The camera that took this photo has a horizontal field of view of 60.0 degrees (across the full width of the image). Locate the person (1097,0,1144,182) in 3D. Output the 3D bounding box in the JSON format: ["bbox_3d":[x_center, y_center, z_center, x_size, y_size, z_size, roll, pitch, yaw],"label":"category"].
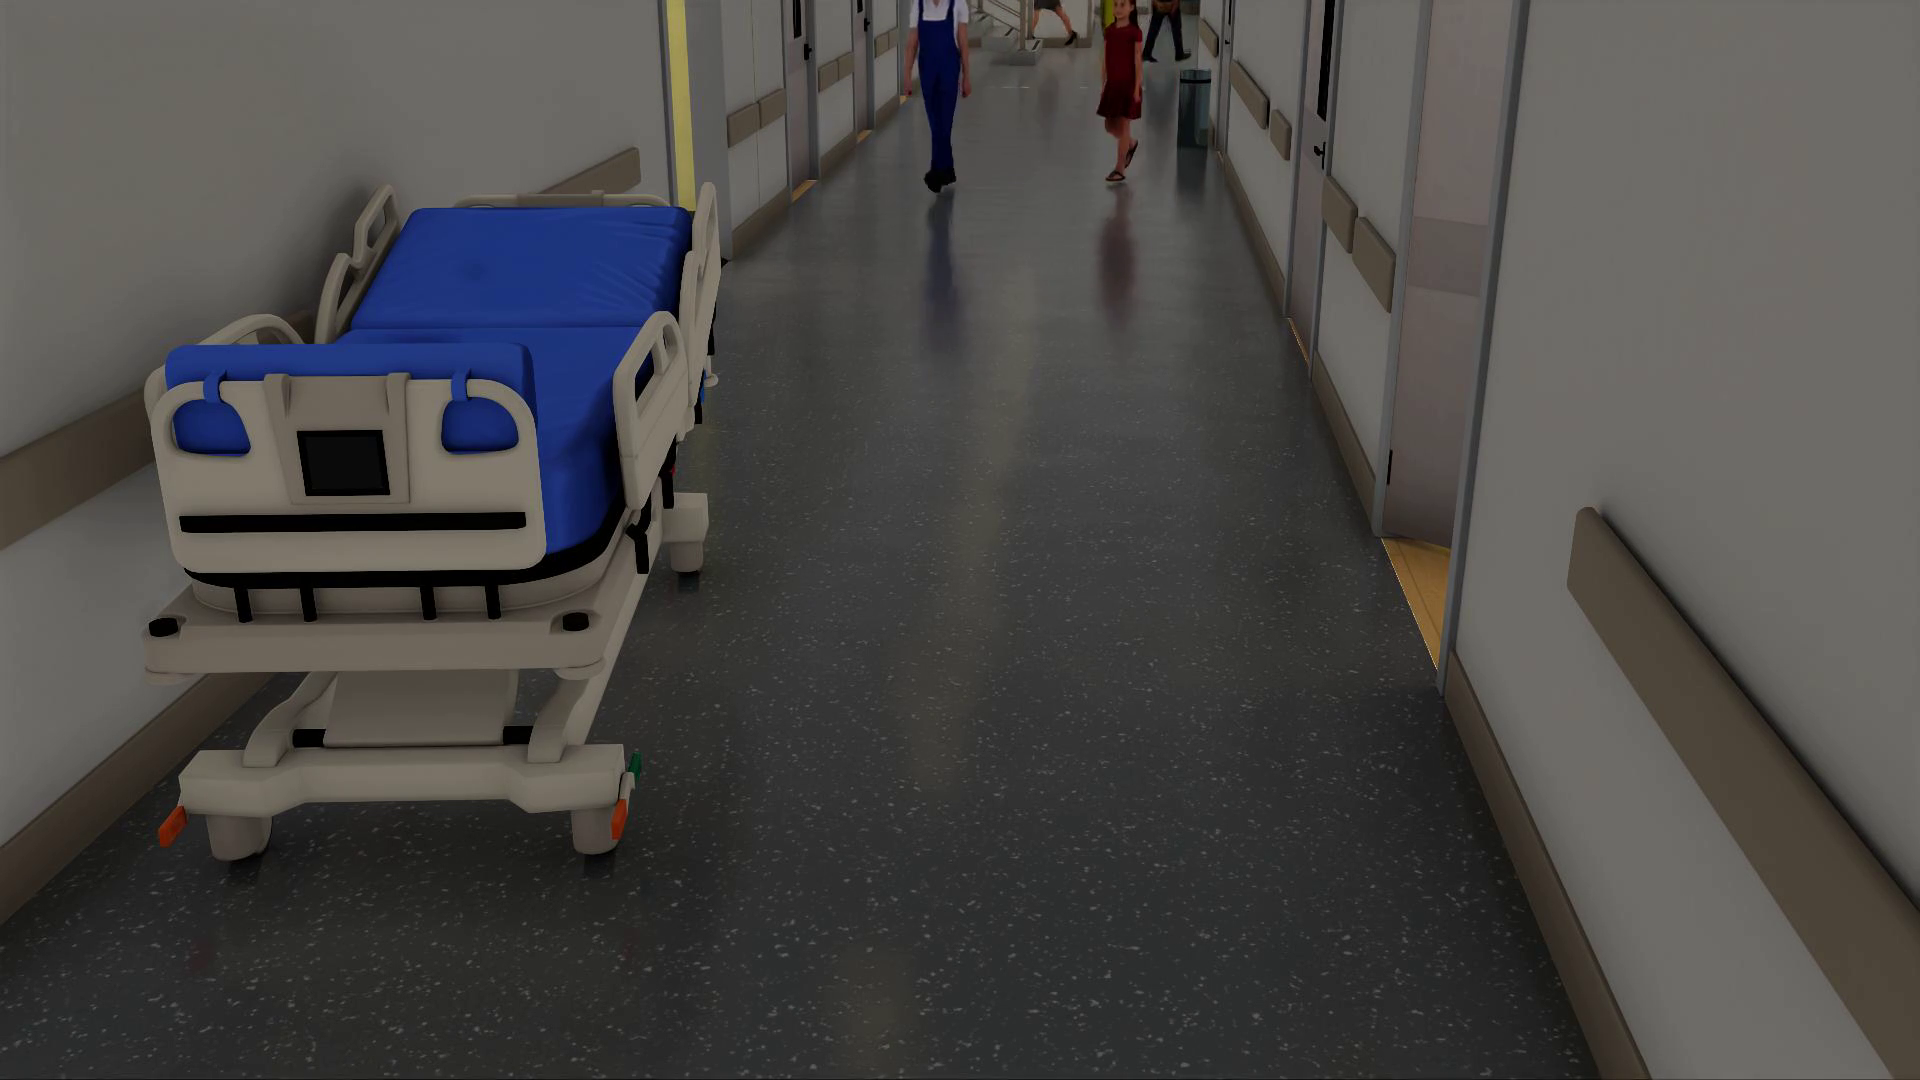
[{"bbox_3d":[1.389,-3.806,13.921,0.855,1.541,0.829,14,25,32],"label":"person"}]

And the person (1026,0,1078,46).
[{"bbox_3d":[1.536,-8.891,27.020,1.221,1.780,0.726,5,21,13],"label":"person"}]

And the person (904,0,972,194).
[{"bbox_3d":[-0.139,-3.727,13.346,1.158,1.809,0.855,5,21,14],"label":"person"}]

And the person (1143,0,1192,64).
[{"bbox_3d":[2.893,-7.720,23.902,1.214,1.758,1.199,19,28,40],"label":"person"}]
